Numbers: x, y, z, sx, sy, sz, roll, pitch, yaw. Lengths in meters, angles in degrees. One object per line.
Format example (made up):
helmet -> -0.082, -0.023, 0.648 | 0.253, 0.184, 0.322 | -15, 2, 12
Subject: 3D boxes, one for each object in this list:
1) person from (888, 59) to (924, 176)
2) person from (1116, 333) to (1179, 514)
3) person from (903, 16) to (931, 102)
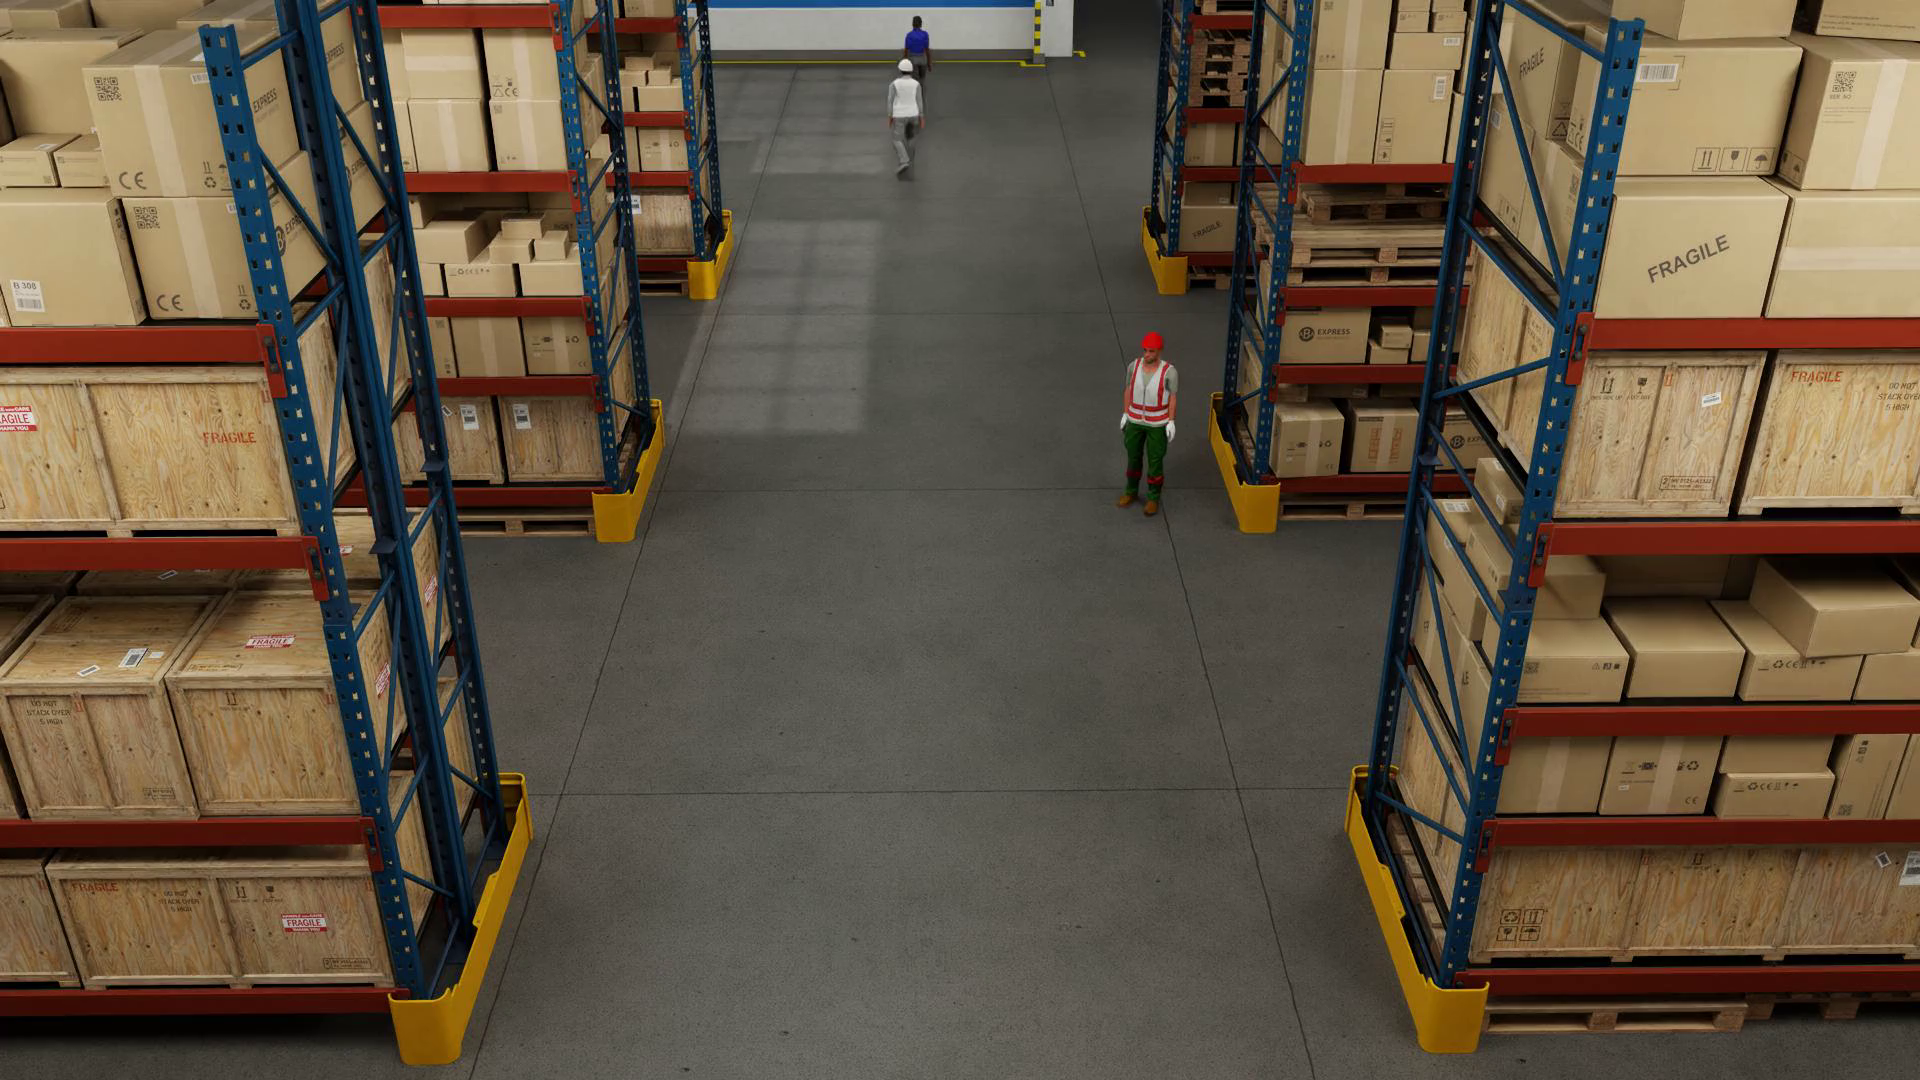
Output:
person -> -0.845, -6.695, 26.389 | 0.564, 1.743, 0.859 | -8, 29, -14
person -> 1.800, -1.126, 15.977 | 0.554, 1.801, 0.377 | 12, 31, 21
person -> -0.796, -8.617, 30.025 | 0.482, 1.659, 0.577 | -12, 30, -21
